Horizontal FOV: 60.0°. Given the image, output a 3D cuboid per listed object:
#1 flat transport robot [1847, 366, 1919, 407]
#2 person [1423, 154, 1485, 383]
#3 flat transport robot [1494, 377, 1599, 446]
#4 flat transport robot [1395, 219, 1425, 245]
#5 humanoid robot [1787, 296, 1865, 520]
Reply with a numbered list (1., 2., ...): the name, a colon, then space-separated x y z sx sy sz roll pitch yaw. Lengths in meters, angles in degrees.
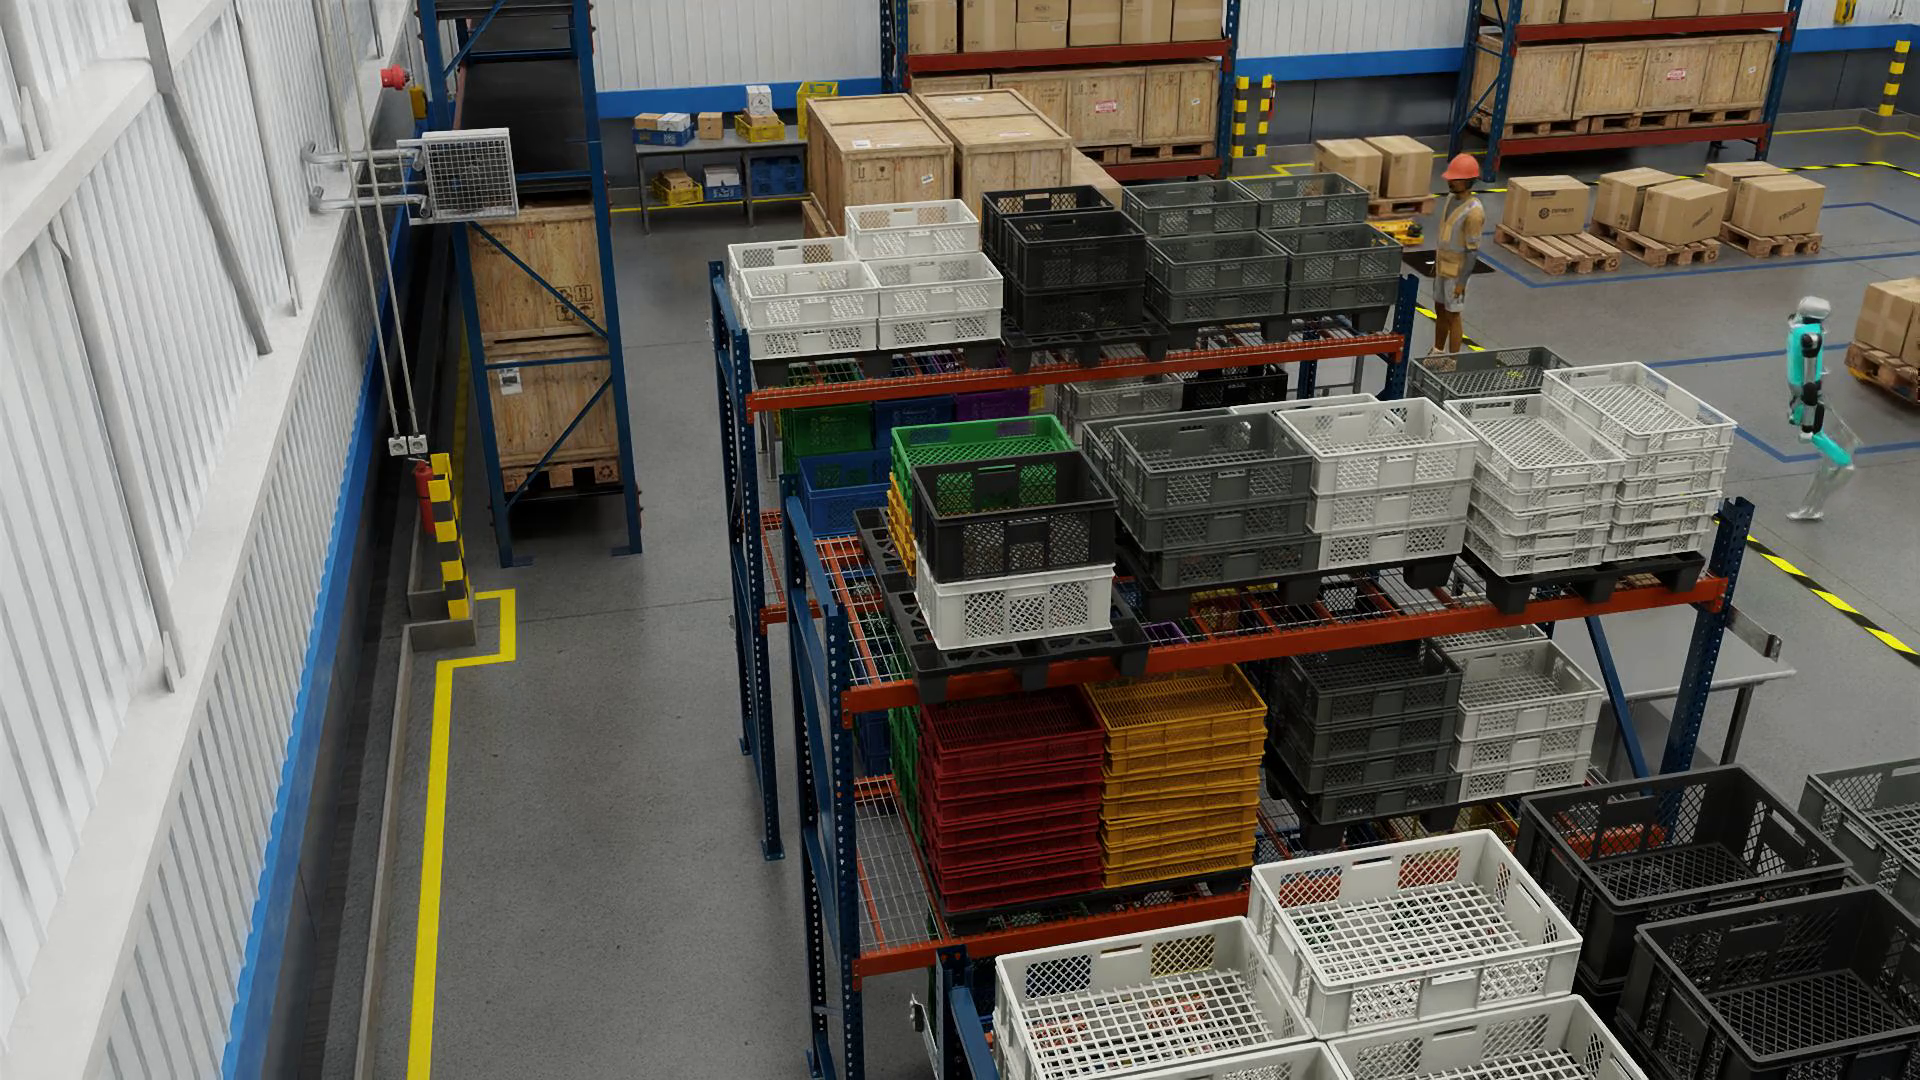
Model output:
1. flat transport robot: 8.546 -1.325 14.531 0.652 0.197 1.431 -6 28 -12
2. person: 4.324 -2.394 14.690 0.378 2.041 0.610 -4 28 -8
3. flat transport robot: 4.780 -1.036 14.013 0.659 0.231 1.431 -6 28 -12
4. flat transport robot: 4.672 -3.659 18.959 0.652 0.197 1.431 -6 28 -12
5. humanoid robot: 6.351 -0.891 12.210 0.815 1.811 0.536 6 28 11
